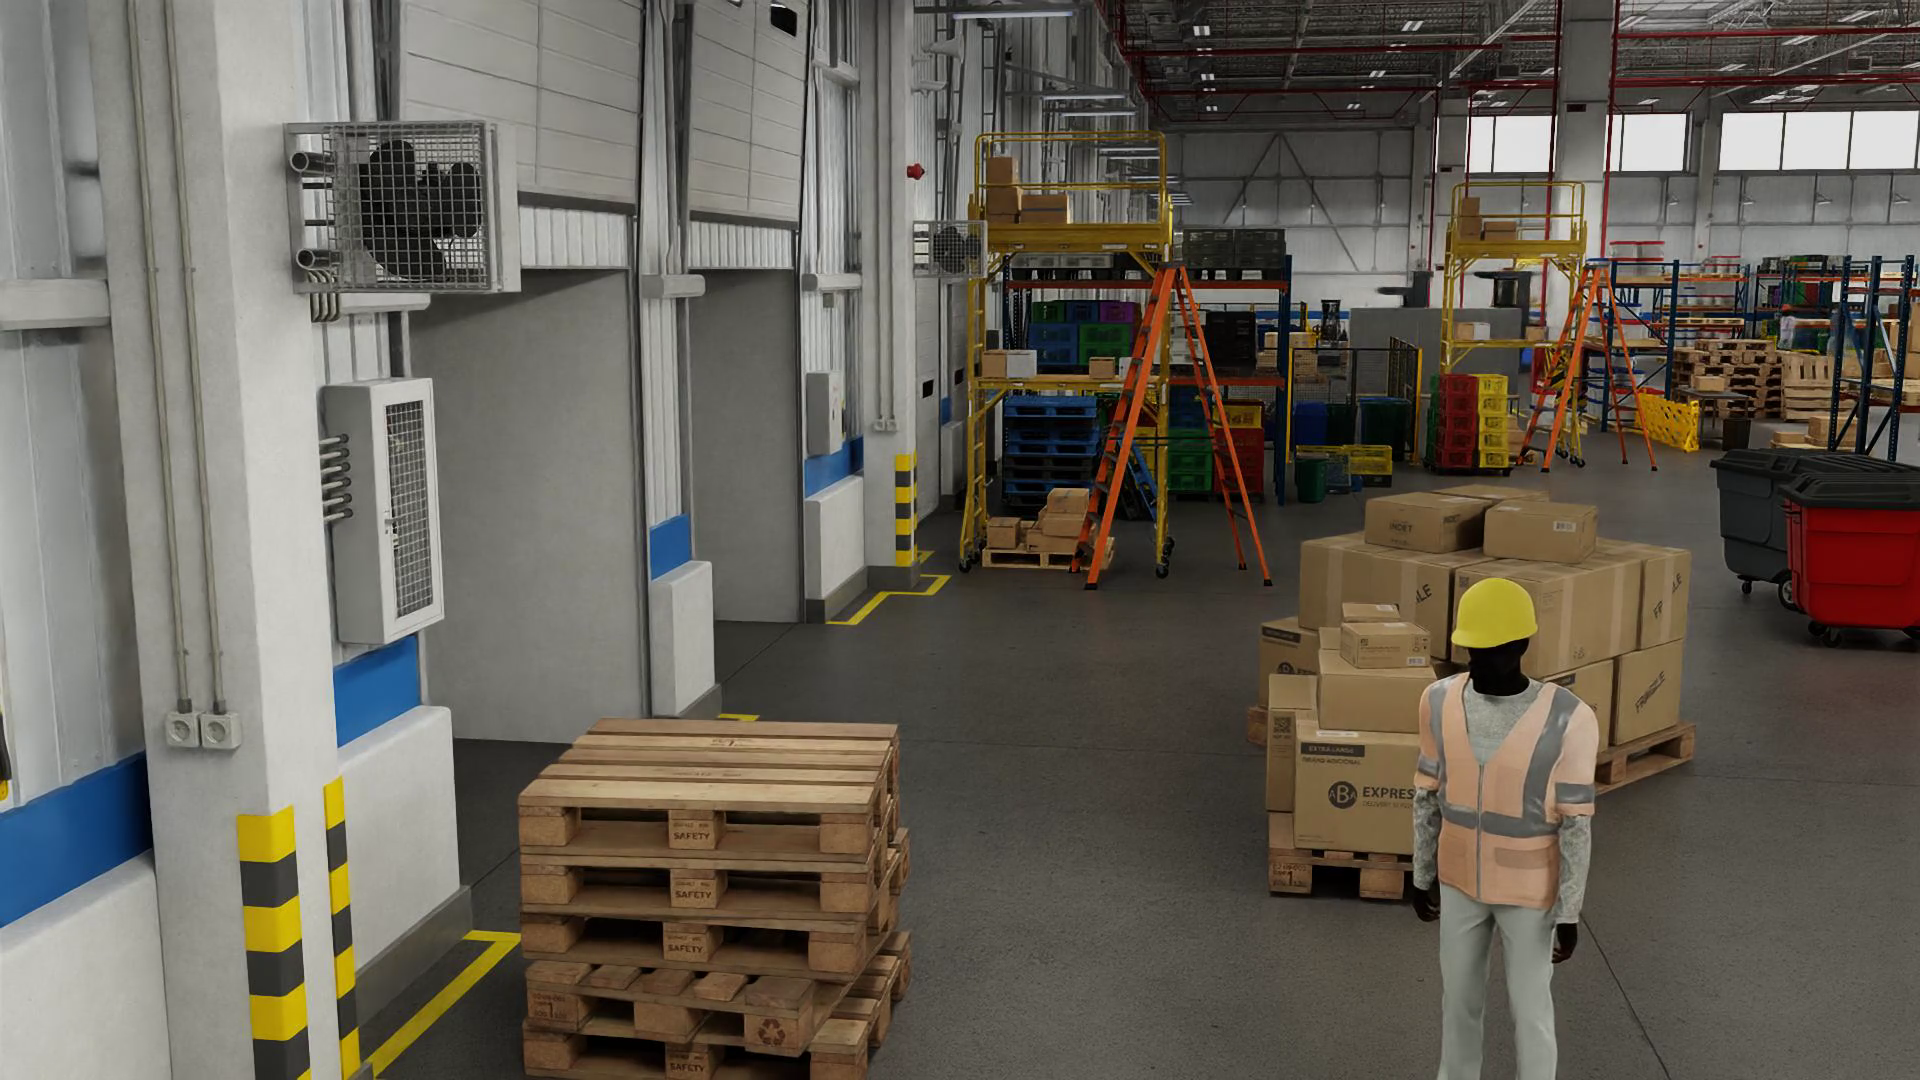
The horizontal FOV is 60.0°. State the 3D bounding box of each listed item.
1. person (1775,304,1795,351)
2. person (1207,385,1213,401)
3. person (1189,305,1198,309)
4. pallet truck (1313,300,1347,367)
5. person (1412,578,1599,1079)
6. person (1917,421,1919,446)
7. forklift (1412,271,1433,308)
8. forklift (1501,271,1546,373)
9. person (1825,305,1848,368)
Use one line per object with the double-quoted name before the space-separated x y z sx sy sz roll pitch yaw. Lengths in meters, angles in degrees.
"person" 23.184 -5.686 46.800 0.578 1.911 0.544 -2 10 -14
"person" 5.256 -3.643 35.086 0.313 1.634 0.514 -5 10 -26
"person" 6.244 -5.348 44.683 0.544 1.930 0.389 -5 10 -29
"pallet truck" 11.159 -6.200 49.718 0.823 1.965 1.885 4 10 26
"person" 1.662 1.061 5.193 0.587 1.918 0.398 9 13 42
"person" 15.762 -2.369 26.900 0.320 1.738 0.485 8 12 42
"forklift" 11.580 -5.370 41.885 1.873 2.768 1.129 1 9 9
"forklift" 15.207 -5.962 45.537 1.873 2.768 1.129 -3 10 -17
"person" 24.807 -5.708 47.081 1.068 1.875 0.624 -4 10 -23
